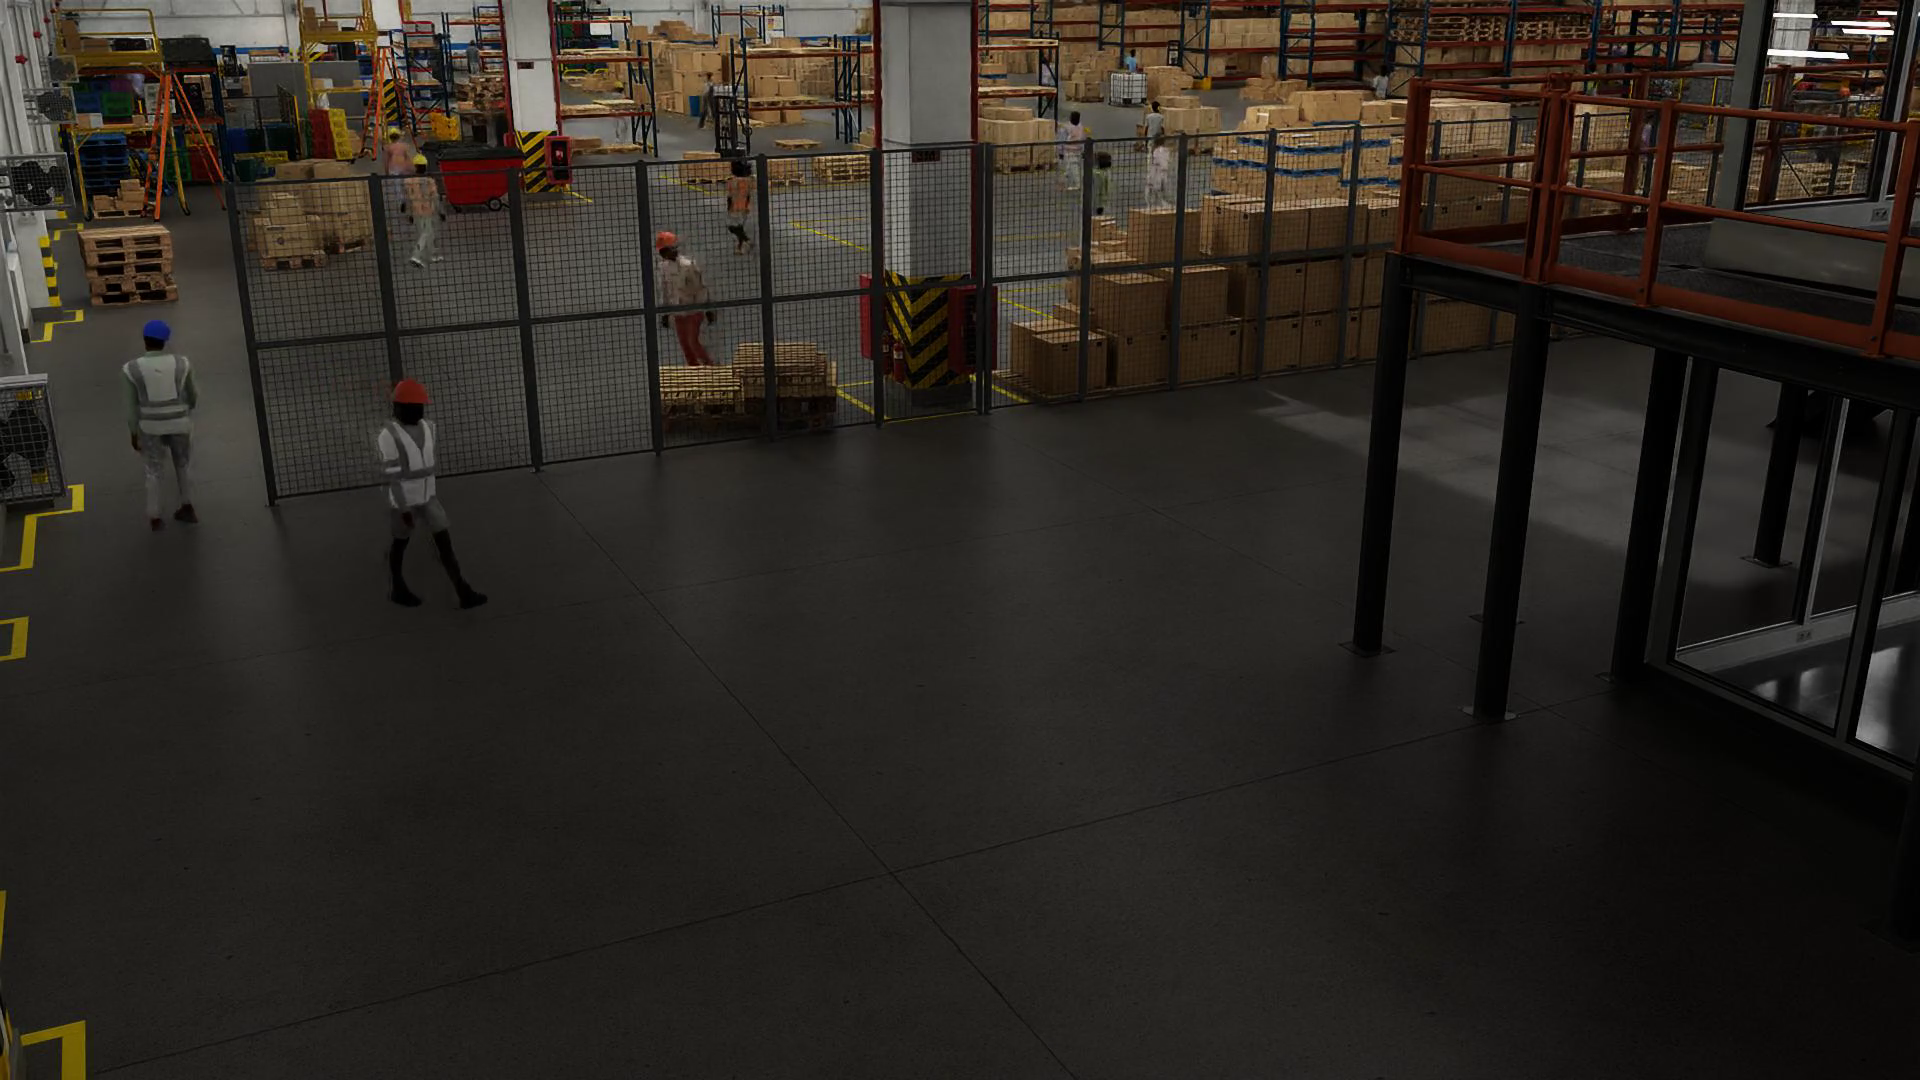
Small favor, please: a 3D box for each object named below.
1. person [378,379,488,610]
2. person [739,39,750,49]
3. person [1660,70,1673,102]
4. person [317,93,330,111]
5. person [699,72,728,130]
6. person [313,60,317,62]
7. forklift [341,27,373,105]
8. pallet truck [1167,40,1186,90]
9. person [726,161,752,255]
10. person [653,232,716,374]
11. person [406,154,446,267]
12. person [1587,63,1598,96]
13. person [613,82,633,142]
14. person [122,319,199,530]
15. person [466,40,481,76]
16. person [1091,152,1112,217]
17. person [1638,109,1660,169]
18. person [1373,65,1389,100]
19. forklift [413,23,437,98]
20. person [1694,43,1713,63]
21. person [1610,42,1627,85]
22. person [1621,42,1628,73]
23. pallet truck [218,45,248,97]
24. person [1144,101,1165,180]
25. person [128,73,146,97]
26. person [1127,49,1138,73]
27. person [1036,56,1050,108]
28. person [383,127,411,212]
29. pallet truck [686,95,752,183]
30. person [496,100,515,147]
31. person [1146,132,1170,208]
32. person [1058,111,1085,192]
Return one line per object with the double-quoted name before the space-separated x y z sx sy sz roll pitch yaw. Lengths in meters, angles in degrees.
"person" -4.239 -0.331 13.104 0.982 1.892 0.546 12 23 32
"person" -9.549 -21.133 73.414 0.613 1.896 0.450 5 20 15
"person" 23.484 -14.770 55.333 0.886 1.642 0.556 -10 22 -28
"person" -17.867 -11.925 46.743 0.339 1.882 0.581 -7 20 -20
"person" -7.848 -13.797 52.308 0.993 1.787 0.547 7 20 18
"person" -23.741 -16.950 61.684 0.364 1.622 0.539 -16 25 -39
"forklift" -22.275 -17.346 60.954 1.873 2.768 1.129 -9 21 -25
"pallet truck" 9.045 -19.971 69.895 0.823 1.965 1.885 -3 19 -8
"person" -3.894 -5.868 29.485 0.521 1.677 0.540 14 24 36
"person" -3.339 -2.743 20.043 0.652 1.941 0.609 13 23 32
"person" -9.245 -5.661 28.592 0.597 1.887 0.963 9 21 24
"person" 22.430 -16.079 59.068 0.317 1.696 0.540 -2 19 -7
"person" -9.929 -12.553 48.823 0.744 1.719 0.499 17 25 40
"person" -7.286 -1.068 15.249 0.627 1.902 0.549 -9 21 -24
"person" -20.978 -20.611 71.838 0.635 1.937 0.352 7 20 20
"person" 2.581 -6.019 29.752 0.867 1.799 0.649 8 21 23
"person" 14.973 -8.474 36.544 0.635 2.009 0.813 -11 22 -29
"person" 13.553 -14.389 53.809 0.660 1.932 0.652 -12 22 -31
"forklift" -20.889 -18.720 64.937 1.873 2.768 1.129 14 24 35
"person" 31.251 -19.968 70.084 0.641 1.870 0.858 0 19 0
"person" 28.746 -20.897 72.748 0.652 1.899 0.734 2 19 5
"person" 30.382 -21.944 75.879 0.570 1.820 0.838 -11 22 -30
"pallet truck" -28.879 -18.665 66.111 0.823 1.965 1.885 -3 19 -9
"person" 4.697 -9.629 40.119 0.518 1.865 0.328 7 20 20
"person" -28.684 -15.845 58.105 0.964 1.882 0.550 14 24 36
"person" 7.131 -19.553 69.161 0.536 1.684 0.451 -11 22 -29
"person" 3.003 -16.580 60.178 0.569 1.924 0.593 -11 22 -28
"person" -11.800 -7.779 34.958 0.527 1.739 0.763 -11 22 -29
"pallet truck" -5.836 -9.608 39.856 0.823 1.965 1.885 10 22 27
"person" -10.554 -9.274 38.911 0.440 1.976 0.632 -15 24 -37
"person" 3.840 -6.868 32.023 0.755 1.922 0.634 15 24 37
"person" 2.587 -8.933 38.205 0.634 1.802 0.963 -17 25 -40
